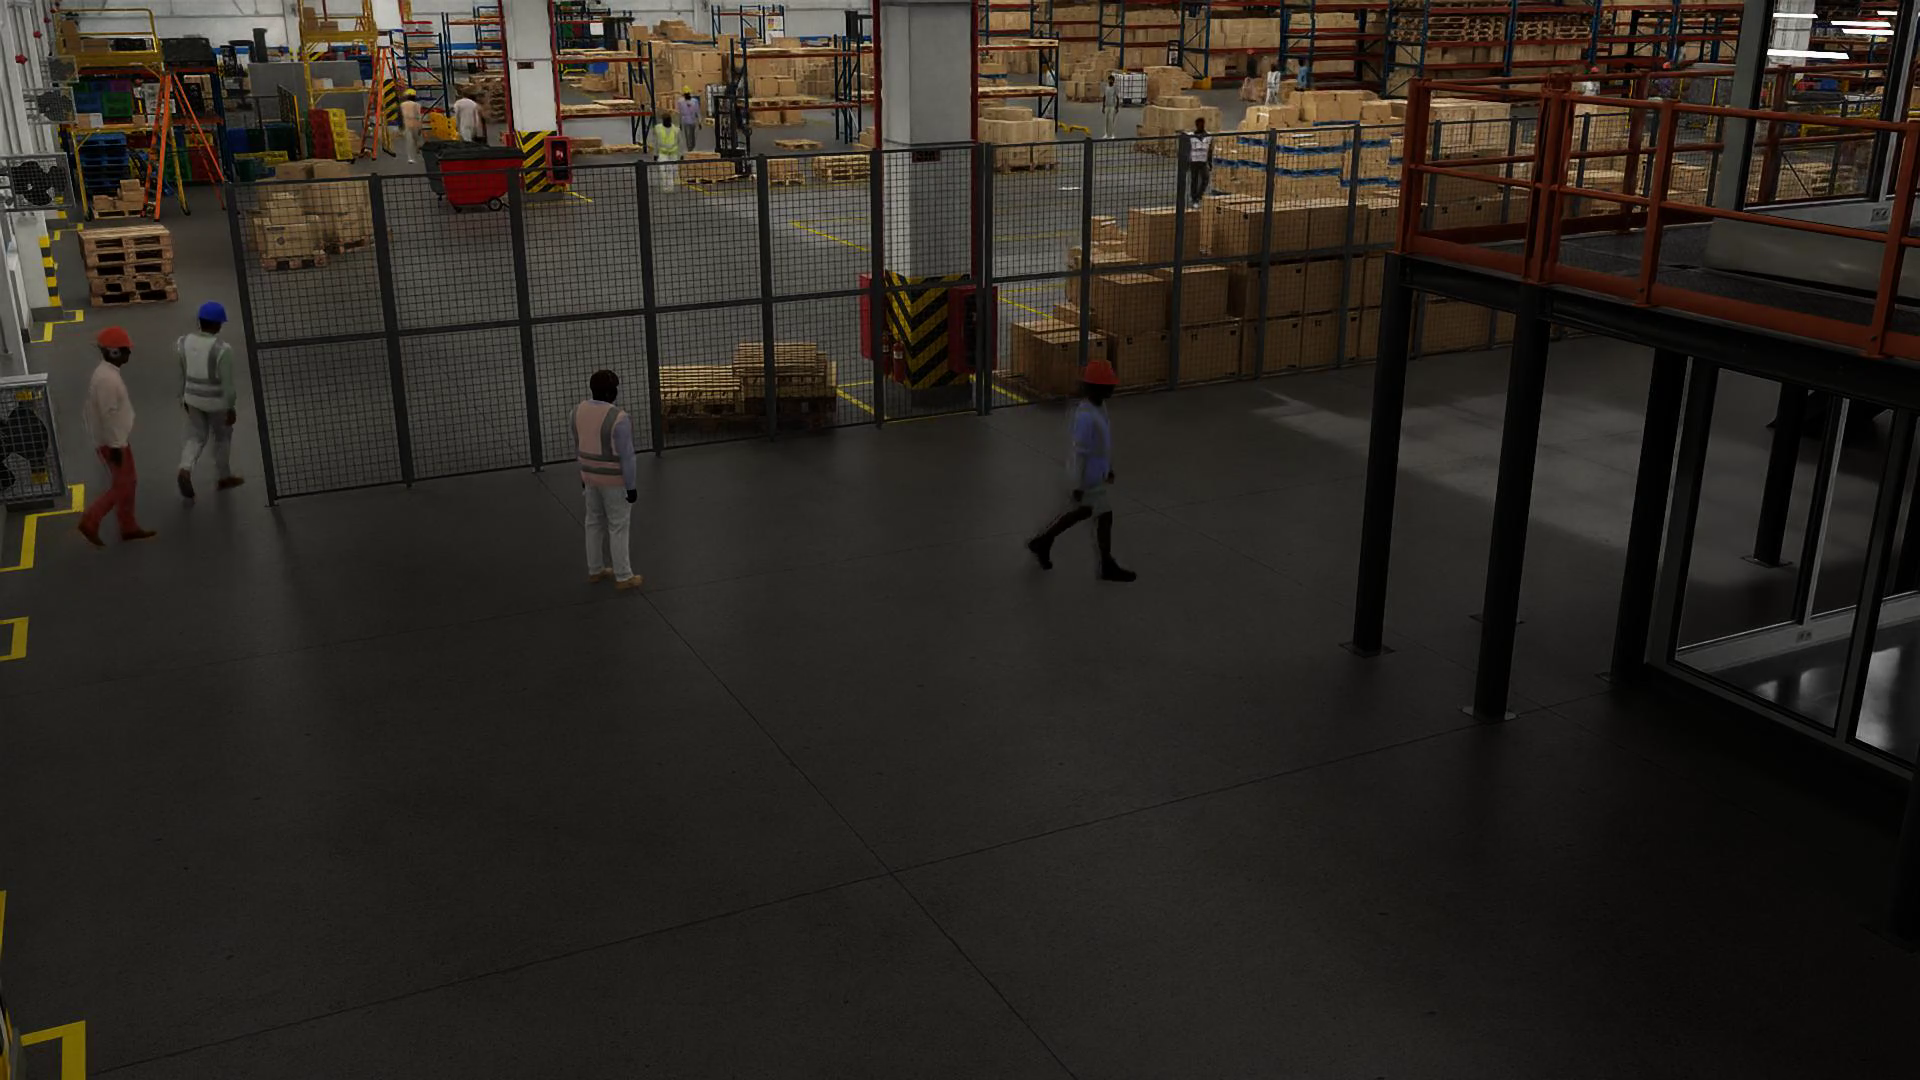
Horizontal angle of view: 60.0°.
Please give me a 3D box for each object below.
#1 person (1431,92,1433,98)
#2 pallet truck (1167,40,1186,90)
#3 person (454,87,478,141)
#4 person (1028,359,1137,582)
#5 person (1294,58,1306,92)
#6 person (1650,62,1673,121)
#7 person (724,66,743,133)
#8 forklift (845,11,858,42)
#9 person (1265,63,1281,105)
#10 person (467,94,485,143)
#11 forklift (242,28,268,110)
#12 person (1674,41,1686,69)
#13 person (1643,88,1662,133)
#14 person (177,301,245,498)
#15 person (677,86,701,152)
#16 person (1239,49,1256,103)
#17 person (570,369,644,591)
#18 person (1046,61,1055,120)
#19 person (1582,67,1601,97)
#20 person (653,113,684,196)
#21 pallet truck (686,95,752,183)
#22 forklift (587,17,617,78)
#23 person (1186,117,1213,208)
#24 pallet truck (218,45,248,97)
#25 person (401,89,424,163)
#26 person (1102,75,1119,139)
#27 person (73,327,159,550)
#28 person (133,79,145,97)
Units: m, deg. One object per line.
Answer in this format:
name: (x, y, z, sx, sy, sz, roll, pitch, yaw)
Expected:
person: (13.859, -12.846, 49.787, 0.515, 1.636, 0.314, 1, 19, 2)
pallet truck: (9.045, -19.971, 69.895, 0.823, 1.965, 1.885, -3, 19, -8)
person: (-12.991, -10.950, 43.871, 0.651, 1.910, 0.638, 16, 25, 39)
person: (1.022, -0.581, 13.839, 0.886, 1.912, 0.560, 4, 19, 11)
person: (12.740, -17.188, 62.319, 0.499, 1.660, 0.594, -4, 19, -12)
person: (23.270, -14.853, 55.193, 0.911, 1.902, 0.579, -10, 21, -26)
person: (-7.113, -13.709, 51.676, 0.855, 2.000, 0.689, -11, 22, -28)
forklift: (-5.435, -25.090, 83.402, 1.873, 2.768, 1.129, -9, 21, -25)
person: (10.639, -15.296, 56.603, 0.976, 1.838, 0.585, -18, 26, -42)
person: (-13.048, -11.111, 44.674, 0.557, 1.680, 0.380, -10, 22, -28)
forklift: (-24.981, -16.906, 59.677, 1.873, 2.768, 1.129, -9, 21, -25)
person: (33.474, -22.343, 77.294, 0.911, 1.633, 0.539, -7, 20, -20)
person: (19.991, -12.246, 48.082, 0.507, 1.610, 0.662, 4, 20, 13)
person: (-7.284, -1.327, 16.008, 0.651, 1.904, 0.780, 6, 20, 16)
person: (-7.330, -11.322, 44.999, 0.618, 1.884, 0.844, -6, 20, -16)
person: (10.926, -17.592, 63.033, 0.798, 1.964, 0.665, 13, 23, 34)
person: (-2.895, -0.496, 13.700, 0.623, 1.835, 0.431, 12, 22, 31)
person: (3.049, -15.024, 55.648, 0.376, 1.937, 0.629, -2, 19, -7)
person: (20.276, -14.216, 53.393, 1.011, 1.884, 0.551, -13, 23, -32)
person: (-6.517, -8.633, 37.317, 0.654, 1.805, 0.885, -6, 20, -18)
pallet truck: (-5.836, -9.608, 39.856, 0.823, 1.965, 1.885, 10, 22, 27)
forklift: (-15.367, -21.487, 72.956, 1.873, 2.768, 1.129, -9, 21, -25)
person: (5.096, -8.035, 35.424, 0.617, 1.907, 0.455, -4, 19, -11)
pallet truck: (-28.879, -18.665, 66.111, 0.823, 1.965, 1.885, -3, 19, -9)
person: (-14.362, -10.905, 43.796, 0.587, 1.868, 0.992, 3, 19, 8)
person: (4.499, -12.952, 49.763, 0.510, 1.860, 0.333, 7, 20, 21)
person: (-7.493, -0.884, 14.623, 0.689, 1.963, 0.637, -8, 20, -21)
person: (-25.316, -13.409, 51.429, 0.522, 1.631, 0.324, 6, 20, 18)
